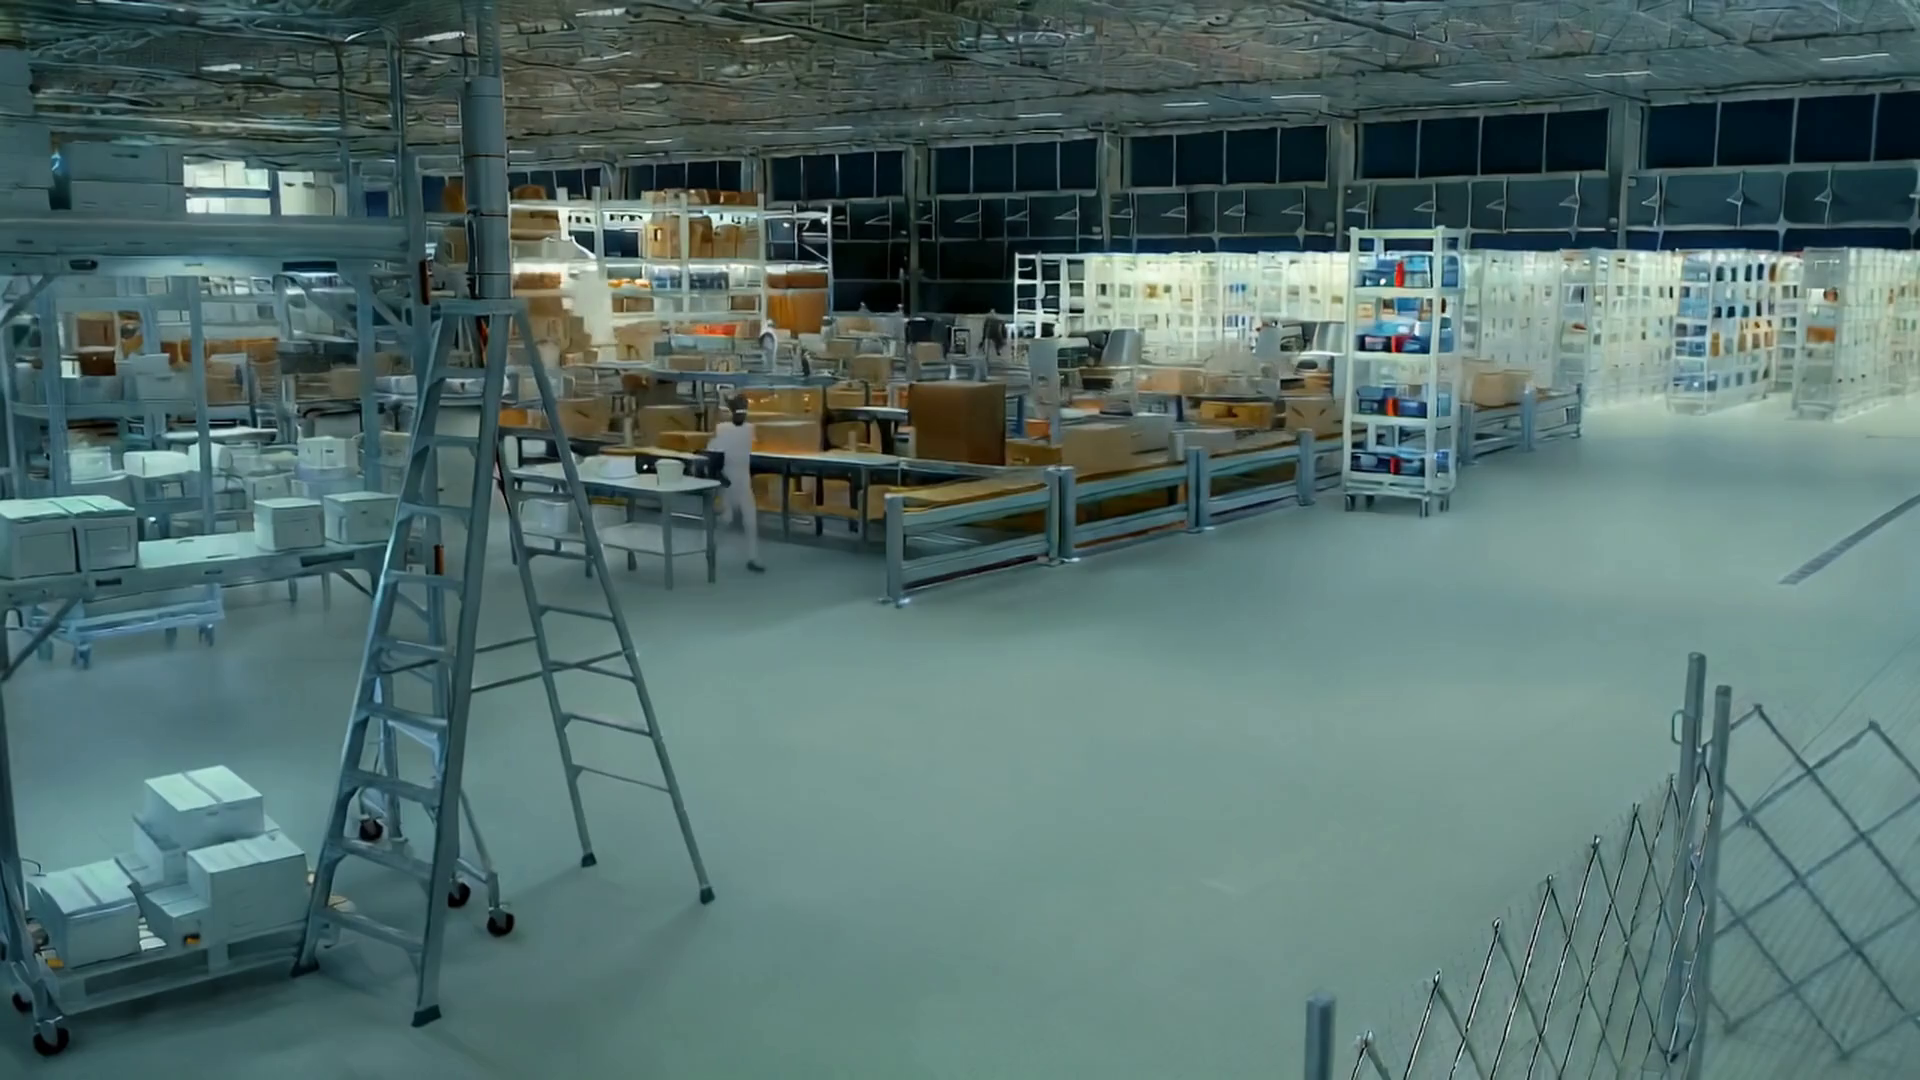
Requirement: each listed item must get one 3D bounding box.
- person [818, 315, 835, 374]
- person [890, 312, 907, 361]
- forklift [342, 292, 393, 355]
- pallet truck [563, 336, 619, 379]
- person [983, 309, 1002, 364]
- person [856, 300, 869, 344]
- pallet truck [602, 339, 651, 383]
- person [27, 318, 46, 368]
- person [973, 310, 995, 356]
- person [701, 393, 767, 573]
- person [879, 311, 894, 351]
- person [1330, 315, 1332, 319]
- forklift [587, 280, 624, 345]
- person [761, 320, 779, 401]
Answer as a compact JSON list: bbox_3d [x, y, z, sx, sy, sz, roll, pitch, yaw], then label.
[{"bbox_3d":[-3.813,-5.546,47.905,0.404,1.831,0.601,-9,13,-43],"label":"person"},{"bbox_3d":[-2.034,-6.543,54.278,0.937,1.785,0.596,5,11,31],"label":"person"},{"bbox_3d":[-16.485,-5.622,45.120,1.129,2.768,1.873,7,11,37],"label":"forklift"},{"bbox_3d":[-10.690,-5.294,48.215,1.601,1.201,0.680,-5,10,-26],"label":"pallet truck"},{"bbox_3d":[1.055,-6.557,54.027,0.643,1.895,0.414,0,9,2],"label":"person"},{"bbox_3d":[-4.249,-9.440,72.008,0.777,1.905,0.548,9,13,43],"label":"person"},{"bbox_3d":[-8.991,-4.871,45.351,0.653,1.274,1.630,7,11,37],"label":"pallet truck"},{"bbox_3d":[-27.246,-5.655,48.900,0.900,1.717,0.540,-5,10,-27],"label":"person"},{"bbox_3d":[0.883,-7.654,61.512,0.891,1.705,0.486,-5,10,-28],"label":"person"},{"bbox_3d":[-2.331,-0.591,16.988,0.835,1.839,0.524,9,12,43],"label":"person"},{"bbox_3d":[-2.595,-7.318,59.386,0.570,1.694,0.928,-4,10,-22],"label":"person"},{"bbox_3d":[11.881,-6.383,53.118,0.404,1.836,0.590,3,9,16],"label":"person"},{"bbox_3d":[-11.780,-7.141,54.602,1.129,2.768,1.873,7,11,37],"label":"forklift"},{"bbox_3d":[-4.491,-4.229,39.325,0.394,1.949,0.602,2,9,12],"label":"person"}]
